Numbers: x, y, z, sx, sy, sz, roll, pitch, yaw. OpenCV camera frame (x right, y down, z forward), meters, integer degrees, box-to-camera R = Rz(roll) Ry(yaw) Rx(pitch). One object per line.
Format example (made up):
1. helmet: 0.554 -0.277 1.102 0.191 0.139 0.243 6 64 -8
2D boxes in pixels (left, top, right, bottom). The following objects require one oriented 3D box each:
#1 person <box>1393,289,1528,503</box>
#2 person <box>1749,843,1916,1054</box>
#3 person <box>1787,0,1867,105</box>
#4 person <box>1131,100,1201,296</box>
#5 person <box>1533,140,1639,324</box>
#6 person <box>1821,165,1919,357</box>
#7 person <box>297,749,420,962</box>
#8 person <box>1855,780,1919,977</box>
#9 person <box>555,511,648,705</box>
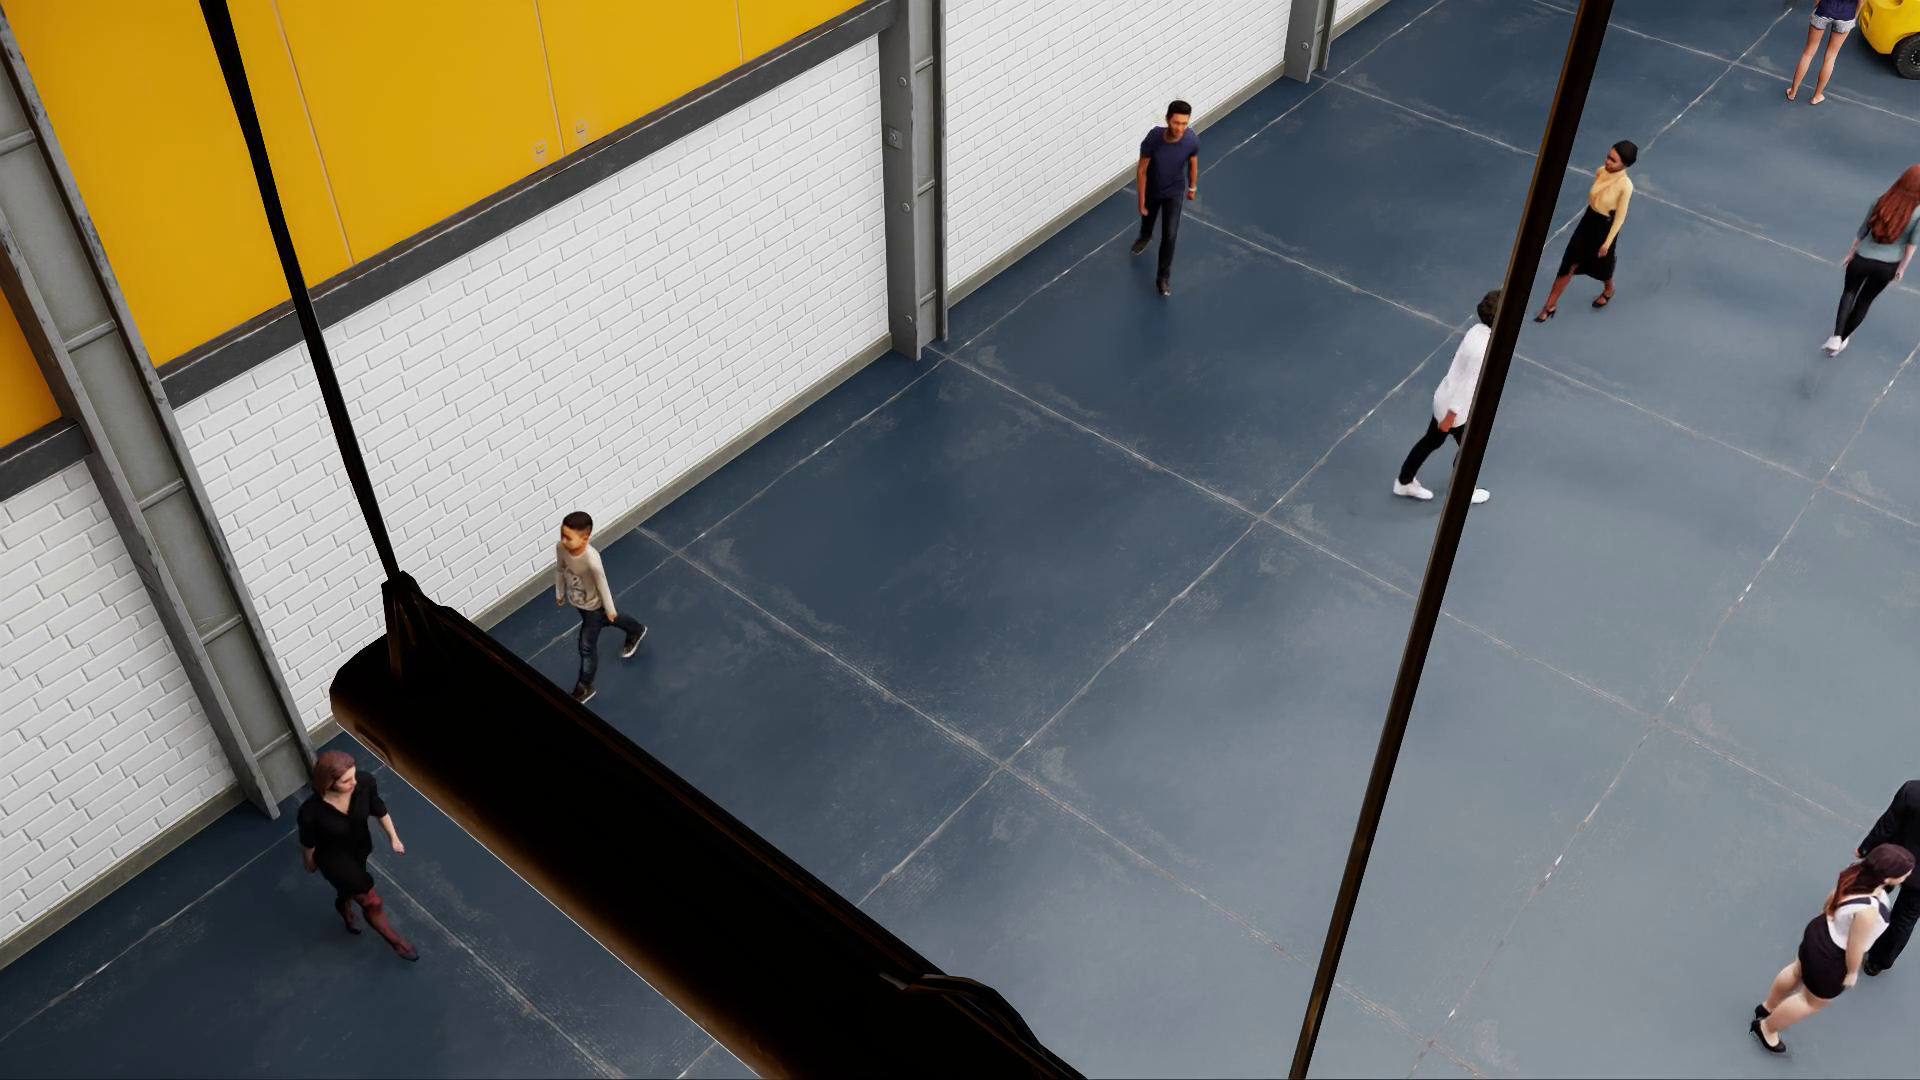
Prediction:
1. person: 3.431 -0.958 11.709 0.980 1.755 0.988 12 45 12
2. person: 4.476 2.105 8.574 0.712 1.644 0.609 9 44 10
3. person: 8.403 -5.043 15.989 0.617 1.766 0.572 21 48 21
4. person: 1.675 -2.932 13.795 1.033 1.735 1.185 8 44 9
5. person: 5.205 -2.462 13.392 1.085 1.610 0.854 -18 46 -18
6. person: 7.081 -2.100 12.925 0.623 1.731 0.755 26 49 24
7. person: -3.388 1.676 9.017 0.699 1.654 0.796 31 52 28
8. person: 5.076 1.721 8.864 0.718 1.801 0.656 20 47 20
9. person: -2.301 0.344 10.571 0.559 1.439 0.992 31 52 28
